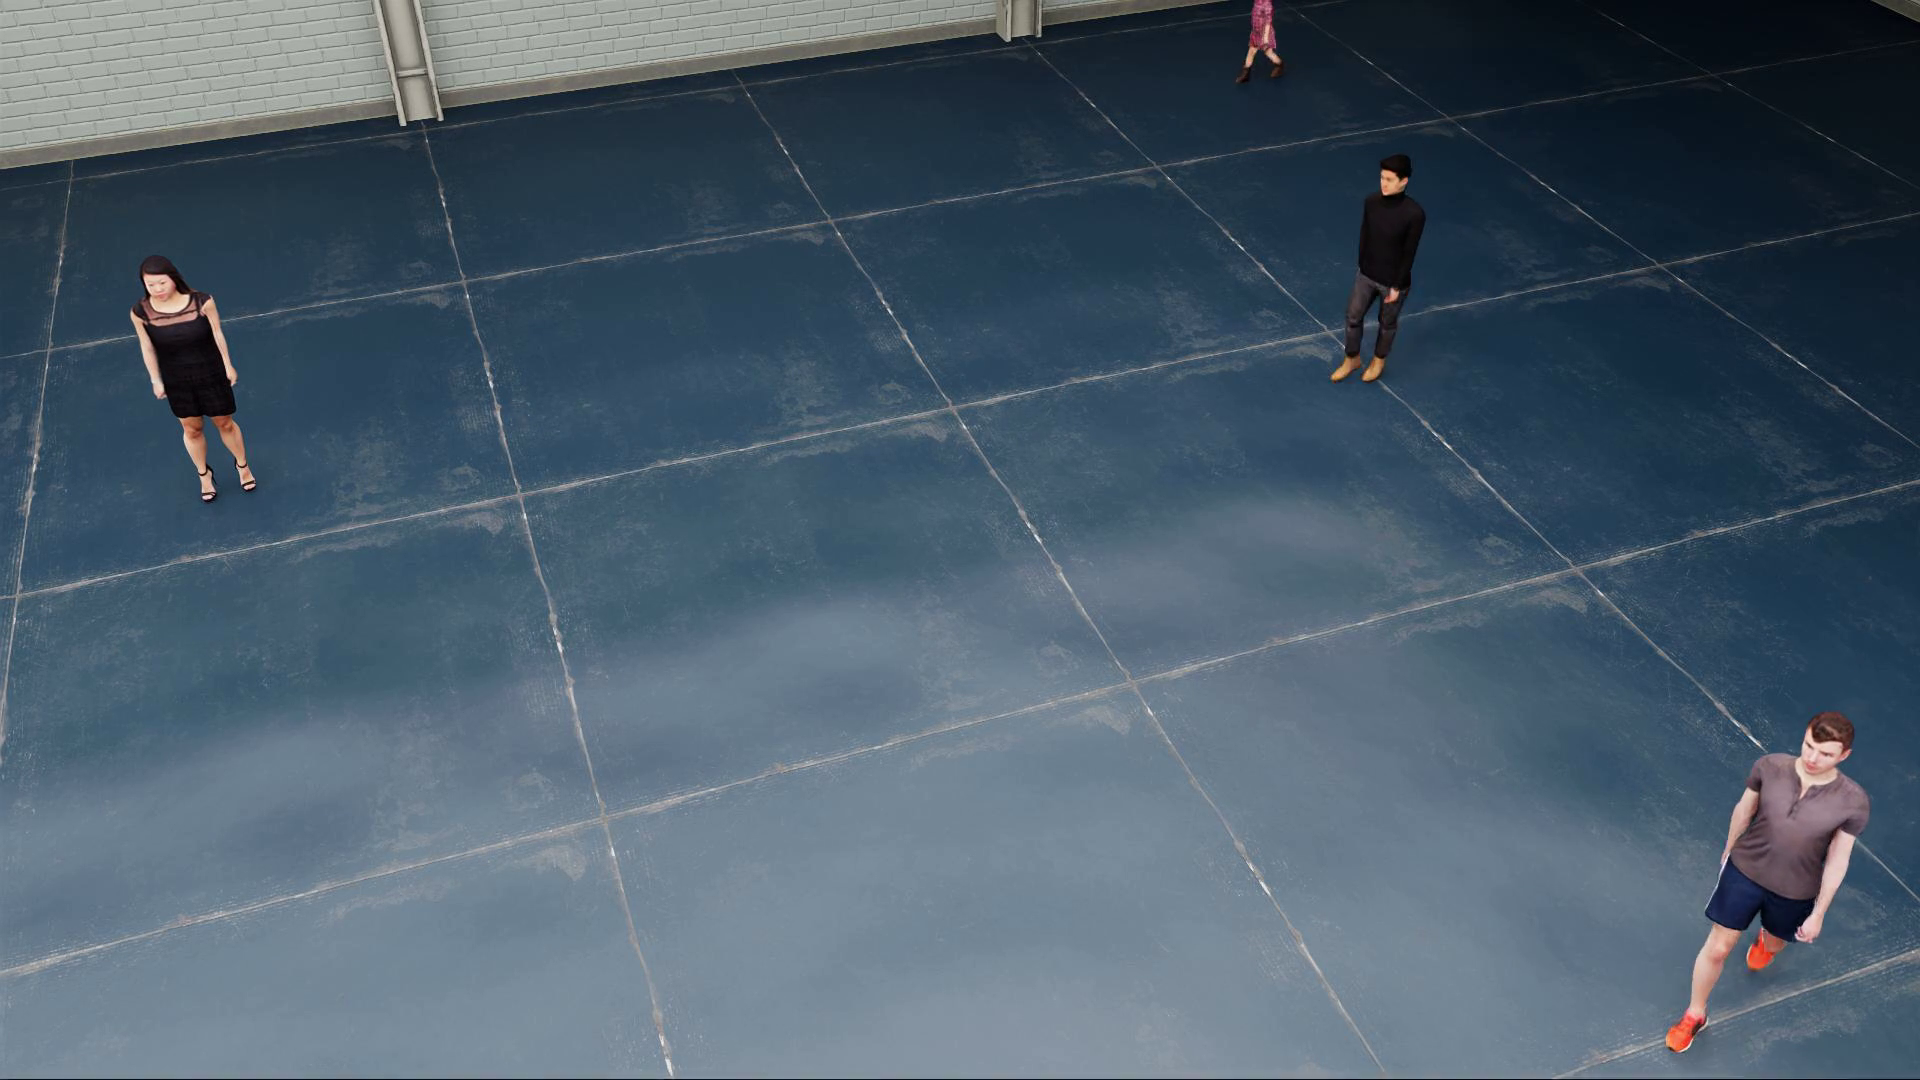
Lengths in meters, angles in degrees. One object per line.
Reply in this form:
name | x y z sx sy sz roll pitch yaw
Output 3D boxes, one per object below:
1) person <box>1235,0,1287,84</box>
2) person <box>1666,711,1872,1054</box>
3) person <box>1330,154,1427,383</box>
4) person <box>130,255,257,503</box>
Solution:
person | 2.931 -4.871 15.869 0.768 1.008 0.497 -15 40 -18
person | 3.551 1.422 7.167 1.034 1.819 1.239 26 45 30
person | 2.975 -1.877 11.475 0.780 1.707 0.829 30 47 33
person | -4.769 -1.007 10.355 0.534 1.718 0.713 -15 40 -18
